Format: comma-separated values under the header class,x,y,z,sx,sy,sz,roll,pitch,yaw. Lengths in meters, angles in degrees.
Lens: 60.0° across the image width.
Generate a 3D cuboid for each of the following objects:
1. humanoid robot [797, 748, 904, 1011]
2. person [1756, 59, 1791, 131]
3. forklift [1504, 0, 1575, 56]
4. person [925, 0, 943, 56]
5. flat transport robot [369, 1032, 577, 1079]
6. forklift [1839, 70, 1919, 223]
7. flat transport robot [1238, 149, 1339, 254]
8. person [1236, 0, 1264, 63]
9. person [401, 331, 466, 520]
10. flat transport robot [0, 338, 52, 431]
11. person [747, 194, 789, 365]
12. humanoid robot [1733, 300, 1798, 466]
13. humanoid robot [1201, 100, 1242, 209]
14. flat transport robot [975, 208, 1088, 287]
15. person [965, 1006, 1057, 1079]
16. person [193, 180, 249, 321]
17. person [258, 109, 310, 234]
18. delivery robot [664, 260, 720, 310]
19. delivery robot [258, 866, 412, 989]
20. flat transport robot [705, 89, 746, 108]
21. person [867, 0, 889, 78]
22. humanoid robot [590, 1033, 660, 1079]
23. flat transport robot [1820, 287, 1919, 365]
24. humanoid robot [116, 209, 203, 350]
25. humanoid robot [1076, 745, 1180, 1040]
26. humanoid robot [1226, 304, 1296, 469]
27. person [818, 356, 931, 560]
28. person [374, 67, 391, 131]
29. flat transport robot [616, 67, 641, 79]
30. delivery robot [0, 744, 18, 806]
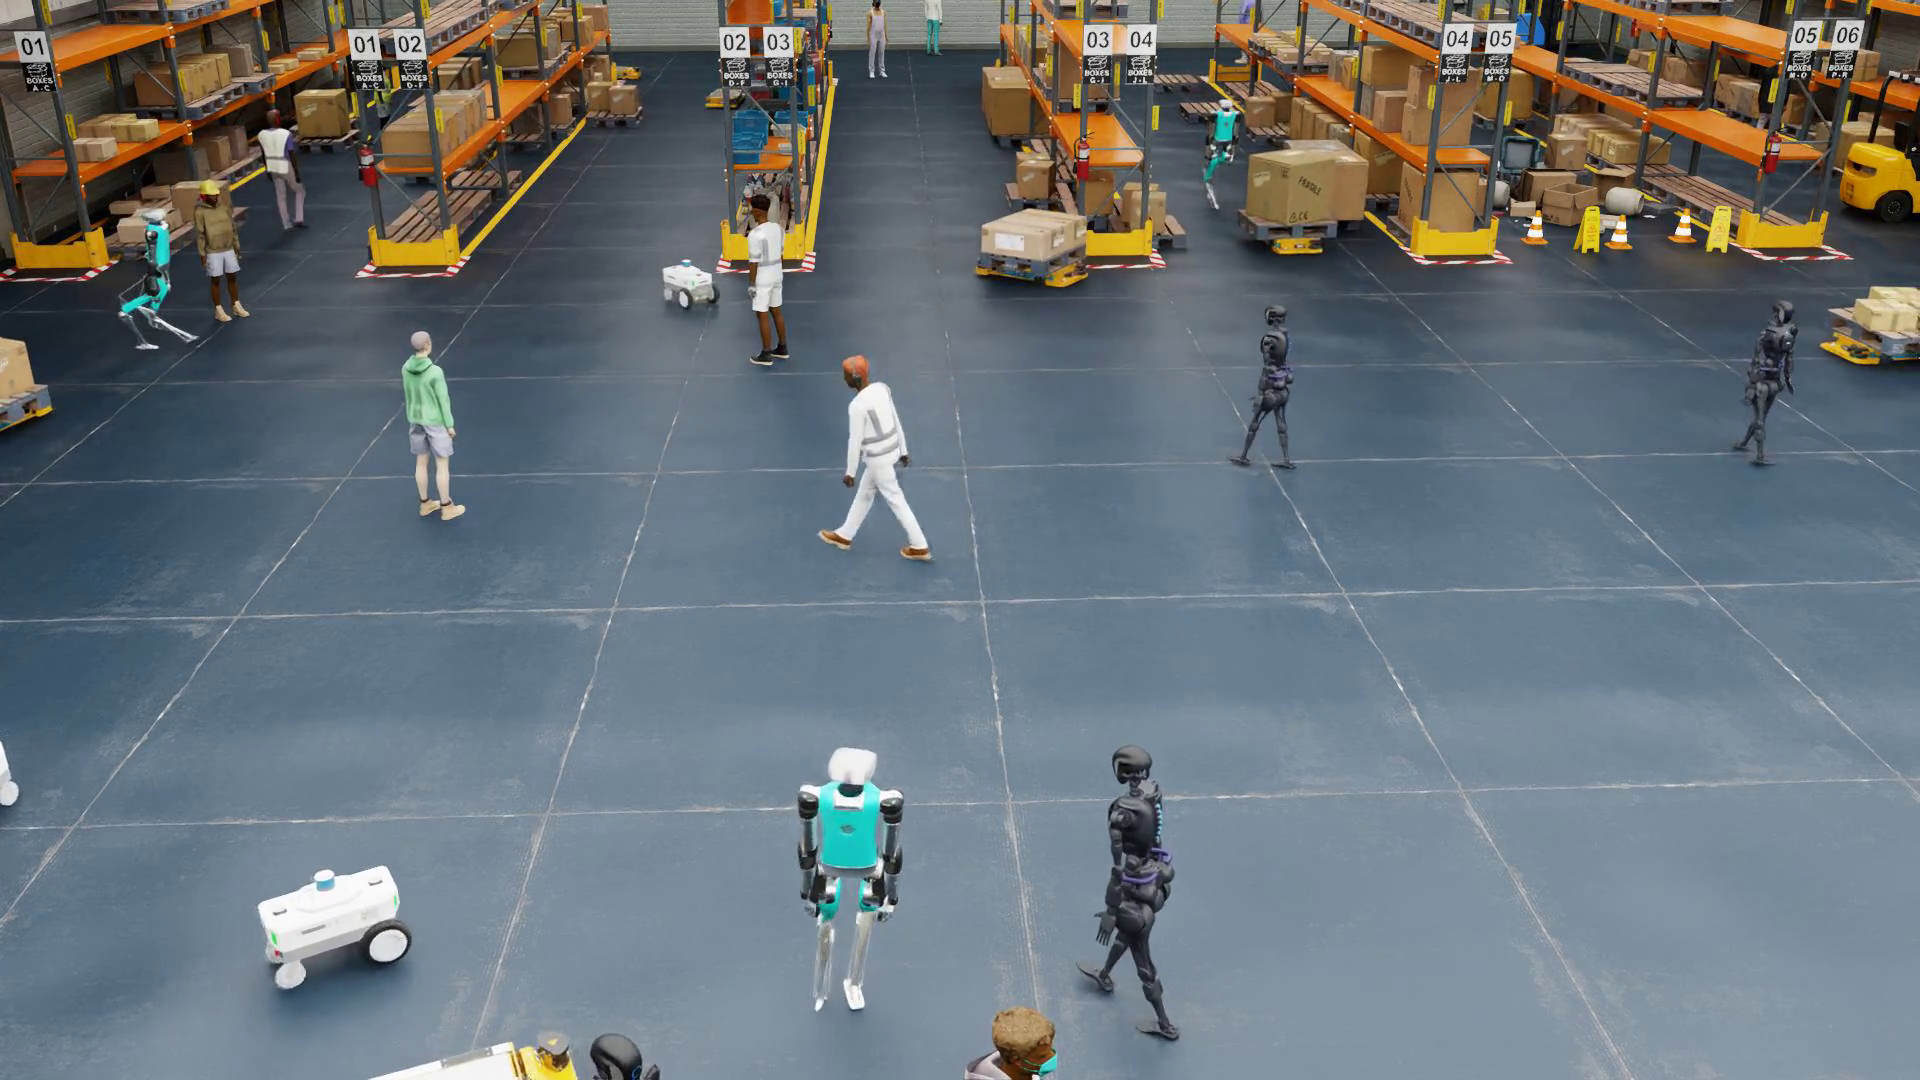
class,x,y,z,sx,sy,sz,roll,pitch,yaw
humanoid robot,-0.550,1.762,8.730,0.565,1.779,0.799,1,24,2
person,14.919,-8.019,30.557,0.403,1.852,0.538,-20,31,-38
forklift,14.700,-13.805,42.301,1.873,2.768,1.129,-1,24,-2
person,-0.656,-13.298,42.511,0.528,1.767,0.327,20,31,37
flat transport robot,-2.566,2.845,8.080,1.431,0.231,0.659,-10,26,-21
forklift,15.132,-6.143,25.915,2.313,2.155,1.214,-1,24,-2
flat transport robot,4.800,-4.465,24.504,0.659,0.231,1.431,-3,24,-7
person,7.214,-12.739,41.271,0.678,1.766,0.373,-5,25,-12
person,-4.783,-1.024,14.978,0.464,1.736,0.320,9,26,20
flat transport robot,-10.192,-1.207,17.184,0.659,0.231,1.431,6,25,13
person,-2.234,-3.006,19.165,0.372,1.953,0.602,13,27,26
humanoid robot,7.960,-1.551,16.265,0.613,1.642,0.635,-12,27,-25
humanoid robot,4.100,-6.248,26.768,0.556,1.773,1.008,-5,24,-10
flat transport robot,0.982,-3.715,22.820,1.431,0.231,0.659,15,28,30
person,0.198,2.619,6.583,0.361,1.909,0.480,4,24,8
person,-9.273,-3.628,20.797,0.411,1.758,0.541,18,29,34
person,-10.153,-5.551,25.022,0.609,1.827,0.563,4,24,10
delivery robot,-3.520,-3.323,21.612,0.499,0.614,0.811,-21,31,-39
delivery robot,-3.507,2.134,9.349,0.818,0.614,0.499,-14,28,-29
flat transport robot,-5.050,-9.513,35.847,0.659,0.231,1.431,1,24,1
person,-1.928,-11.817,39.064,0.531,1.861,0.382,-10,26,-22
humanoid robot,-1.364,2.666,6.760,0.350,1.649,0.601,11,26,24
flat transport robot,10.999,-2.283,19.602,1.431,0.231,0.659,-4,24,-9
humanoid robot,-9.472,-2.985,19.345,0.992,1.712,0.543,-2,24,-5
humanoid robot,0.884,1.814,8.702,0.707,1.628,0.608,14,27,28
humanoid robot,2.988,-1.497,16.123,0.656,1.634,0.608,14,28,29
person,-0.722,-0.688,14.132,1.065,1.803,0.581,8,25,16
person,-10.830,-8.240,31.240,0.320,1.689,0.533,-3,24,-6
flat transport robot,-8.277,-10.982,39.149,1.431,0.231,0.659,-1,24,-2
delivery robot,-6.374,1.590,10.537,0.499,0.585,0.765,3,24,6
